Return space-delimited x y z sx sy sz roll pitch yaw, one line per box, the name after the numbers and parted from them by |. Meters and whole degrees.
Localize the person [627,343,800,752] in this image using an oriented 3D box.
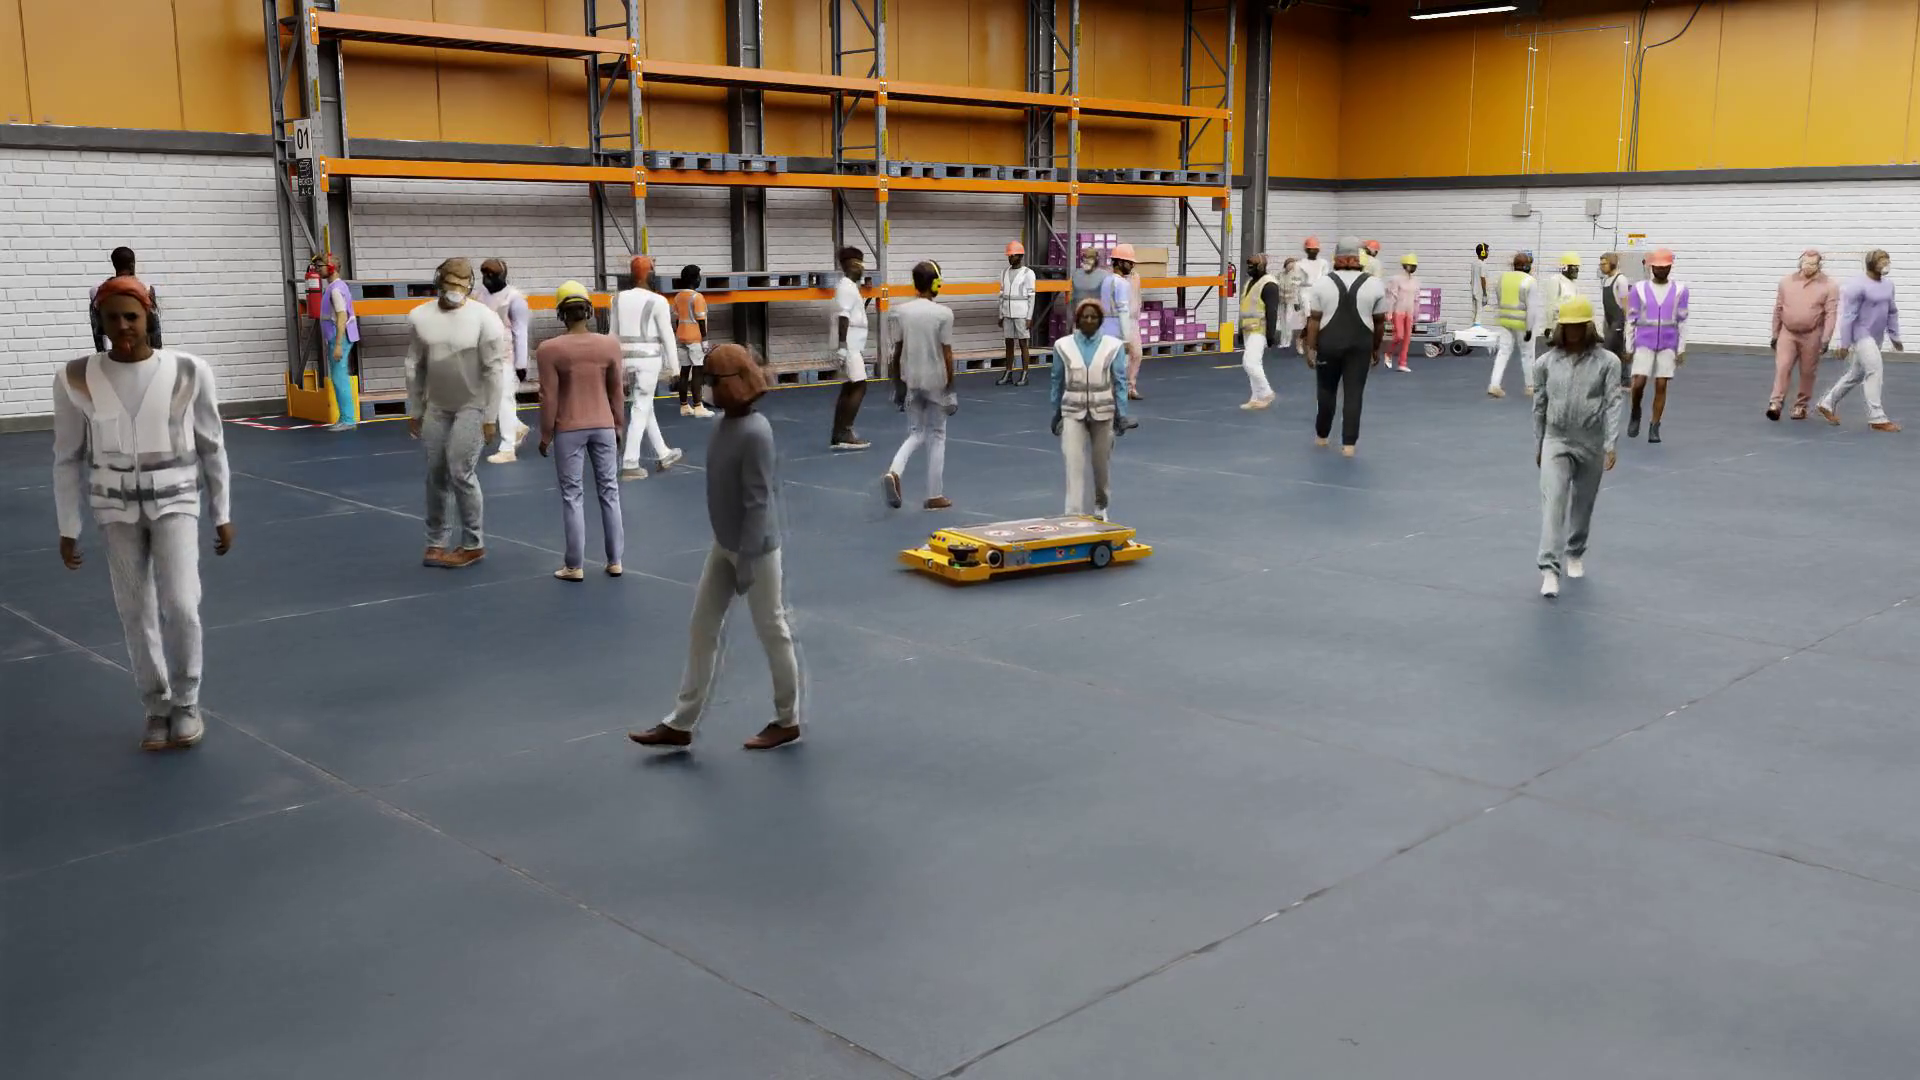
-0.946 0.058 6.388 0.752 1.600 0.523 -7 12 -33 | person

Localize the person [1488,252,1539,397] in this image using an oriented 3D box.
6.988 -2.688 20.832 0.844 1.811 0.630 -7 13 -35 | person

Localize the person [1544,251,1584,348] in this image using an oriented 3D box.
7.678 -2.720 20.979 0.628 1.814 0.518 -9 14 -41 | person

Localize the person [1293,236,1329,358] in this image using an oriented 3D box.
5.818 -4.050 27.737 0.613 2.019 0.961 -4 11 -19 | person

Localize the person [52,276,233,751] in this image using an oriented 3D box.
-3.175 -0.082 6.471 0.609 1.864 0.481 -3 11 -17 | person

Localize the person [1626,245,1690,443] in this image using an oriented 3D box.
6.807 -1.904 16.255 0.553 1.922 0.423 3 11 17 | person

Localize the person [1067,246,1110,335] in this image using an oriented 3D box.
1.641 -2.629 20.279 0.750 1.893 0.688 -9 14 -39 | person

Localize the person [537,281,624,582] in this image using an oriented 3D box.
-2.224 -0.633 9.773 0.523 1.759 0.332 -7 12 -32 | person

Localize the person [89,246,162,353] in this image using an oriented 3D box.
-7.690 -1.743 15.383 0.597 1.916 0.370 0 10 -2 | person

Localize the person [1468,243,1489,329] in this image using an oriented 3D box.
9.481 -4.458 30.319 0.328 1.872 0.510 -2 11 -9 | person

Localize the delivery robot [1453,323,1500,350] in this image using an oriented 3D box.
8.658 -3.397 27.868 0.707 0.478 0.477 6 12 30 | delivery robot

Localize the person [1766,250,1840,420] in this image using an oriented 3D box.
9.134 -2.206 18.069 0.650 1.857 0.956 7 13 35 | person

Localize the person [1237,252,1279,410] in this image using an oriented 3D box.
3.414 -2.390 19.181 0.446 1.829 0.633 -2 11 -10 | person

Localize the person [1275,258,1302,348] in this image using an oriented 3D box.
5.818 -4.239 29.798 0.596 1.618 0.493 9 14 41 | person

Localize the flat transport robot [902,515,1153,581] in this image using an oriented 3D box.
0.425 0.031 10.207 1.431 0.197 0.652 -7 12 -32 | flat transport robot

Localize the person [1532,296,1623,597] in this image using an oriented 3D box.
3.531 -0.559 9.573 0.489 1.691 0.946 4 11 19 | person

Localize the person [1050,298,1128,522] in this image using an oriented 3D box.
0.882 -0.855 11.390 0.528 1.608 0.769 1 10 5 | person

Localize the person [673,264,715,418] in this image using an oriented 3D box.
-2.984 -2.215 18.558 0.320 1.697 0.531 -10 14 -42 | person

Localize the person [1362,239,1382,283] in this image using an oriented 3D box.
7.182 -4.364 29.534 0.857 1.956 0.627 -6 12 -30 | person

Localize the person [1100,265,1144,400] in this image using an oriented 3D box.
1.996 -2.606 20.169 0.671 1.886 0.613 -6 12 -30 | person

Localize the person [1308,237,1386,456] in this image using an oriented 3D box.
3.589 -1.831 15.528 0.705 2.000 0.999 2 11 8 | person

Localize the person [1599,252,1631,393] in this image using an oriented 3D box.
8.356 -2.768 21.293 0.644 1.803 0.539 0 10 -1 | person

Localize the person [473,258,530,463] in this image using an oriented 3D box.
-4.093 -1.610 14.903 0.645 1.826 0.510 8 13 35 | person

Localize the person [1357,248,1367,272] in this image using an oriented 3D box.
4.115 -2.181 17.839 0.609 1.892 0.808 -1 10 -6 | person

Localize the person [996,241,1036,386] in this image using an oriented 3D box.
0.743 -3.036 22.374 0.542 1.939 0.362 7 13 35 | person

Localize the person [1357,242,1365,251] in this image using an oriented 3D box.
7.203 -4.413 29.991 0.631 1.904 0.552 -9 14 -42 | person

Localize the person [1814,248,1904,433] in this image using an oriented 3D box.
9.426 -2.094 17.385 0.644 1.904 1.001 -6 12 -30 | person

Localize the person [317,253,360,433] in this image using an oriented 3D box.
-6.417 -2.028 17.182 0.423 1.838 0.603 -3 11 -18 | person

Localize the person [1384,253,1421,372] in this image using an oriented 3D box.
6.569 -3.359 24.624 0.559 1.752 0.421 -5 11 -24 | person

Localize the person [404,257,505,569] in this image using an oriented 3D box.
-3.066 -0.766 10.136 0.661 1.903 0.416 3 11 14 | person

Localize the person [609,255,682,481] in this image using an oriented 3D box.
-2.578 -1.450 13.970 0.610 1.843 0.940 6 12 30 | person

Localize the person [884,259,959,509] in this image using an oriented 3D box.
-0.272 -1.112 12.135 0.513 1.854 0.630 6 12 31 | person

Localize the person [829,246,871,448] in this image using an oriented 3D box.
-1.058 -1.822 15.809 0.432 1.915 0.693 -2 11 -9 | person

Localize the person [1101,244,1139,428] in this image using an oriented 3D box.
1.680 -2.144 17.540 0.375 1.930 0.542 -3 11 -15 | person
